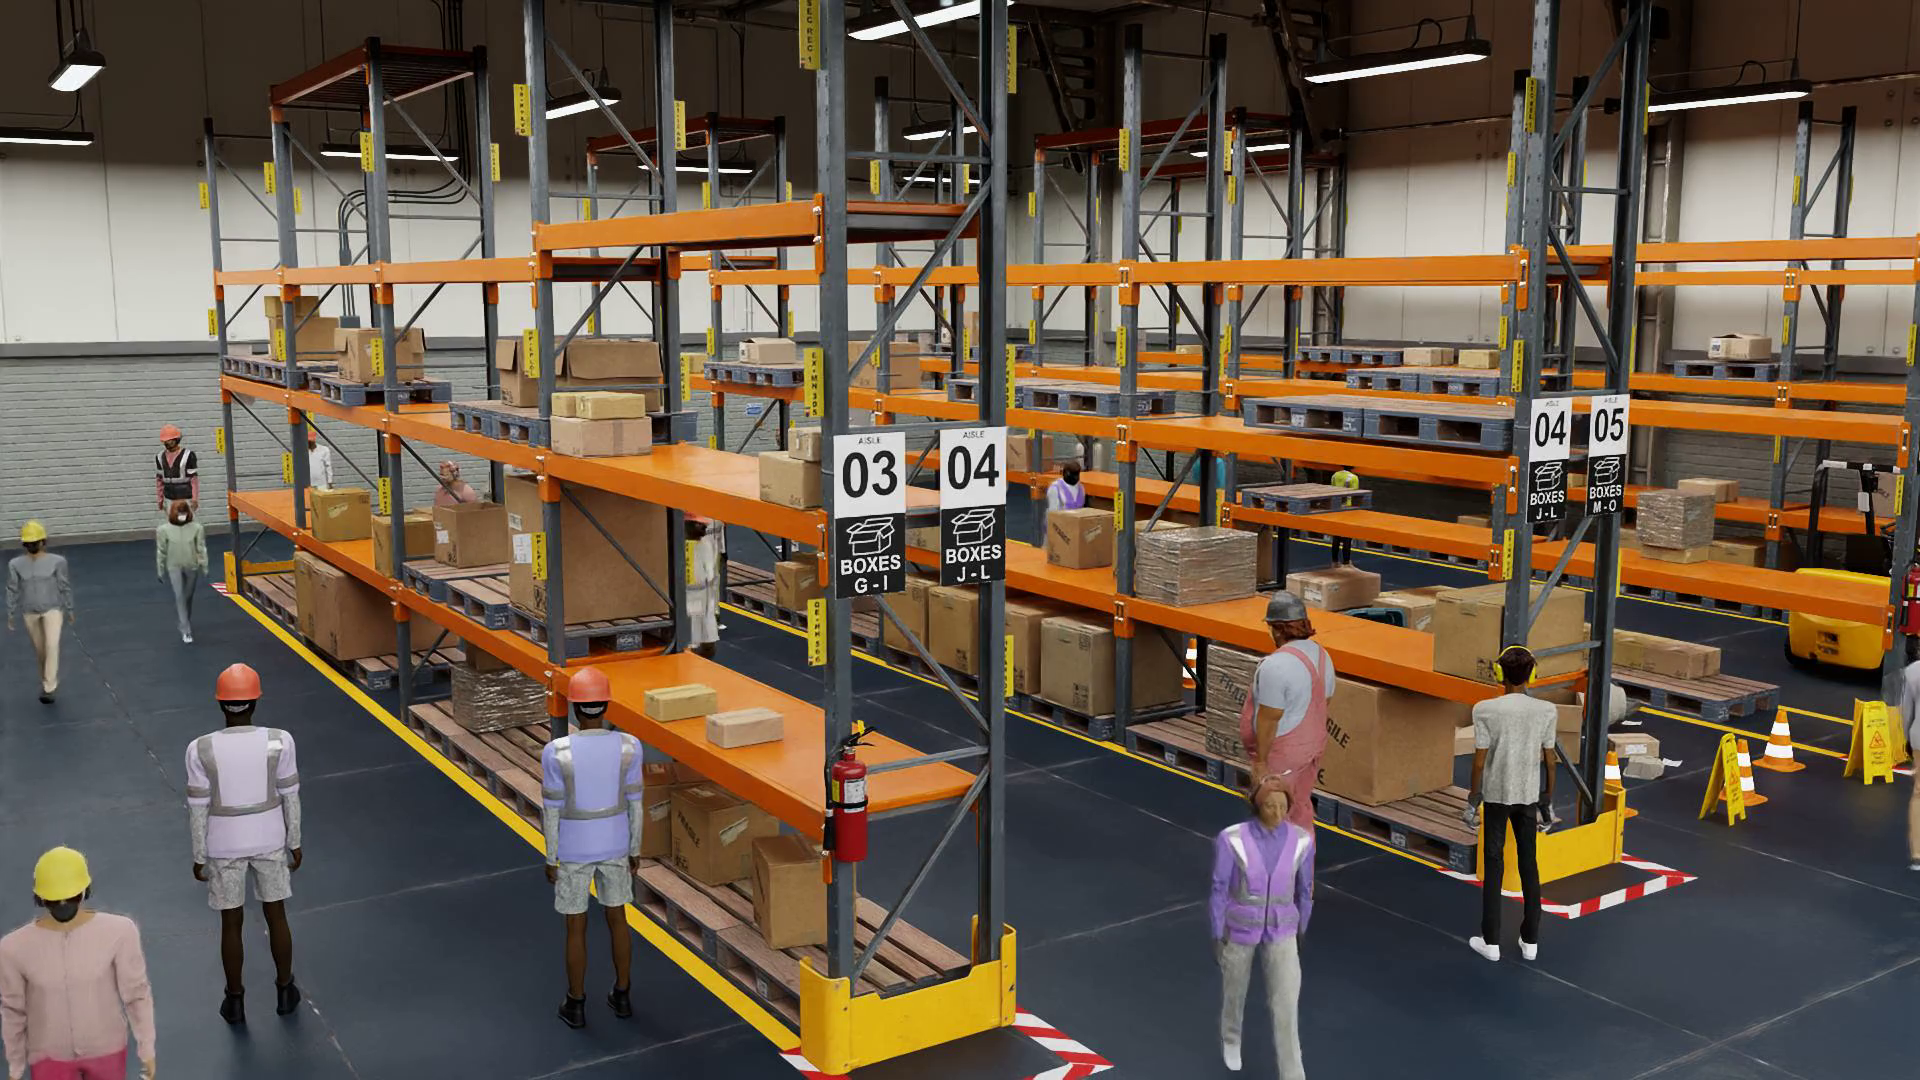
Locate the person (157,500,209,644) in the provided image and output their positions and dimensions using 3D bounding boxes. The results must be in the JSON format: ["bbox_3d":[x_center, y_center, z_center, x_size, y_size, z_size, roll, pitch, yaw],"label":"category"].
[{"bbox_3d":[-8.747,0.324,18.716,0.507,1.587,0.853,-7,11,-38],"label":"person"}]

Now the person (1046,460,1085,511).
[{"bbox_3d":[1.311,-0.130,21.055,0.609,1.798,0.950,-6,10,-34],"label":"person"}]

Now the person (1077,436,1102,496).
[{"bbox_3d":[2.169,-1.123,28.248,0.500,1.607,0.690,-3,9,-21],"label":"person"}]

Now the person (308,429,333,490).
[{"bbox_3d":[-10.335,-0.938,26.603,0.577,1.737,0.354,-3,9,-19],"label":"person"}]

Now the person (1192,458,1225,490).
[{"bbox_3d":[3.769,-0.655,24.855,0.341,1.707,0.696,-8,12,-43],"label":"person"}]

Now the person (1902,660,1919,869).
[{"bbox_3d":[6.733,1.361,11.296,0.692,1.727,0.597,-5,10,-32],"label":"person"}]

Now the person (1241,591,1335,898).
[{"bbox_3d":[2.056,1.314,10.615,0.536,2.000,0.687,8,12,43],"label":"person"}]

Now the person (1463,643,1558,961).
[{"bbox_3d":[3.217,1.531,9.737,0.528,1.869,0.313,0,9,0],"label":"person"}]

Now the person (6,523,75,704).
[{"bbox_3d":[-8.763,0.693,15.827,0.547,1.716,0.922,-2,9,-12],"label":"person"}]

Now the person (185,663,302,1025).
[{"bbox_3d":[-3.830,1.618,8.929,0.553,1.935,0.362,-4,10,-26],"label":"person"}]

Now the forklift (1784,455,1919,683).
[{"bbox_3d":[9.643,0.253,17.172,2.313,2.155,1.214,-6,10,-33],"label":"forklift"}]

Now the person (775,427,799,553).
[{"bbox_3d":[-2.617,-0.762,24.926,0.401,1.899,0.636,-1,9,-9],"label":"person"}]

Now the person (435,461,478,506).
[{"bbox_3d":[-6.035,0.005,19.796,0.639,1.902,0.407,5,10,30],"label":"person"}]

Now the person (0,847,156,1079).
[{"bbox_3d":[-3.572,2.051,6.756,0.539,1.725,0.890,-5,10,-30],"label":"person"}]

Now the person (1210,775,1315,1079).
[{"bbox_3d":[1.461,1.921,8.074,0.527,1.591,0.877,0,9,-2],"label":"person"}]

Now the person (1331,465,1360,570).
[{"bbox_3d":[5.367,-0.394,23.115,0.316,1.698,0.541,-4,9,-24],"label":"person"}]

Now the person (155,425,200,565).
[{"bbox_3d":[-11.075,-0.614,23.510,0.613,2.029,0.408,1,9,7],"label":"person"}]

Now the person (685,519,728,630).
[{"bbox_3d":[-2.892,0.103,19.053,0.384,1.924,0.594,7,11,39],"label":"person"}]

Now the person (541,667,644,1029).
[{"bbox_3d":[-1.962,1.632,8.887,0.538,1.930,0.378,-4,10,-26],"label":"person"}]
